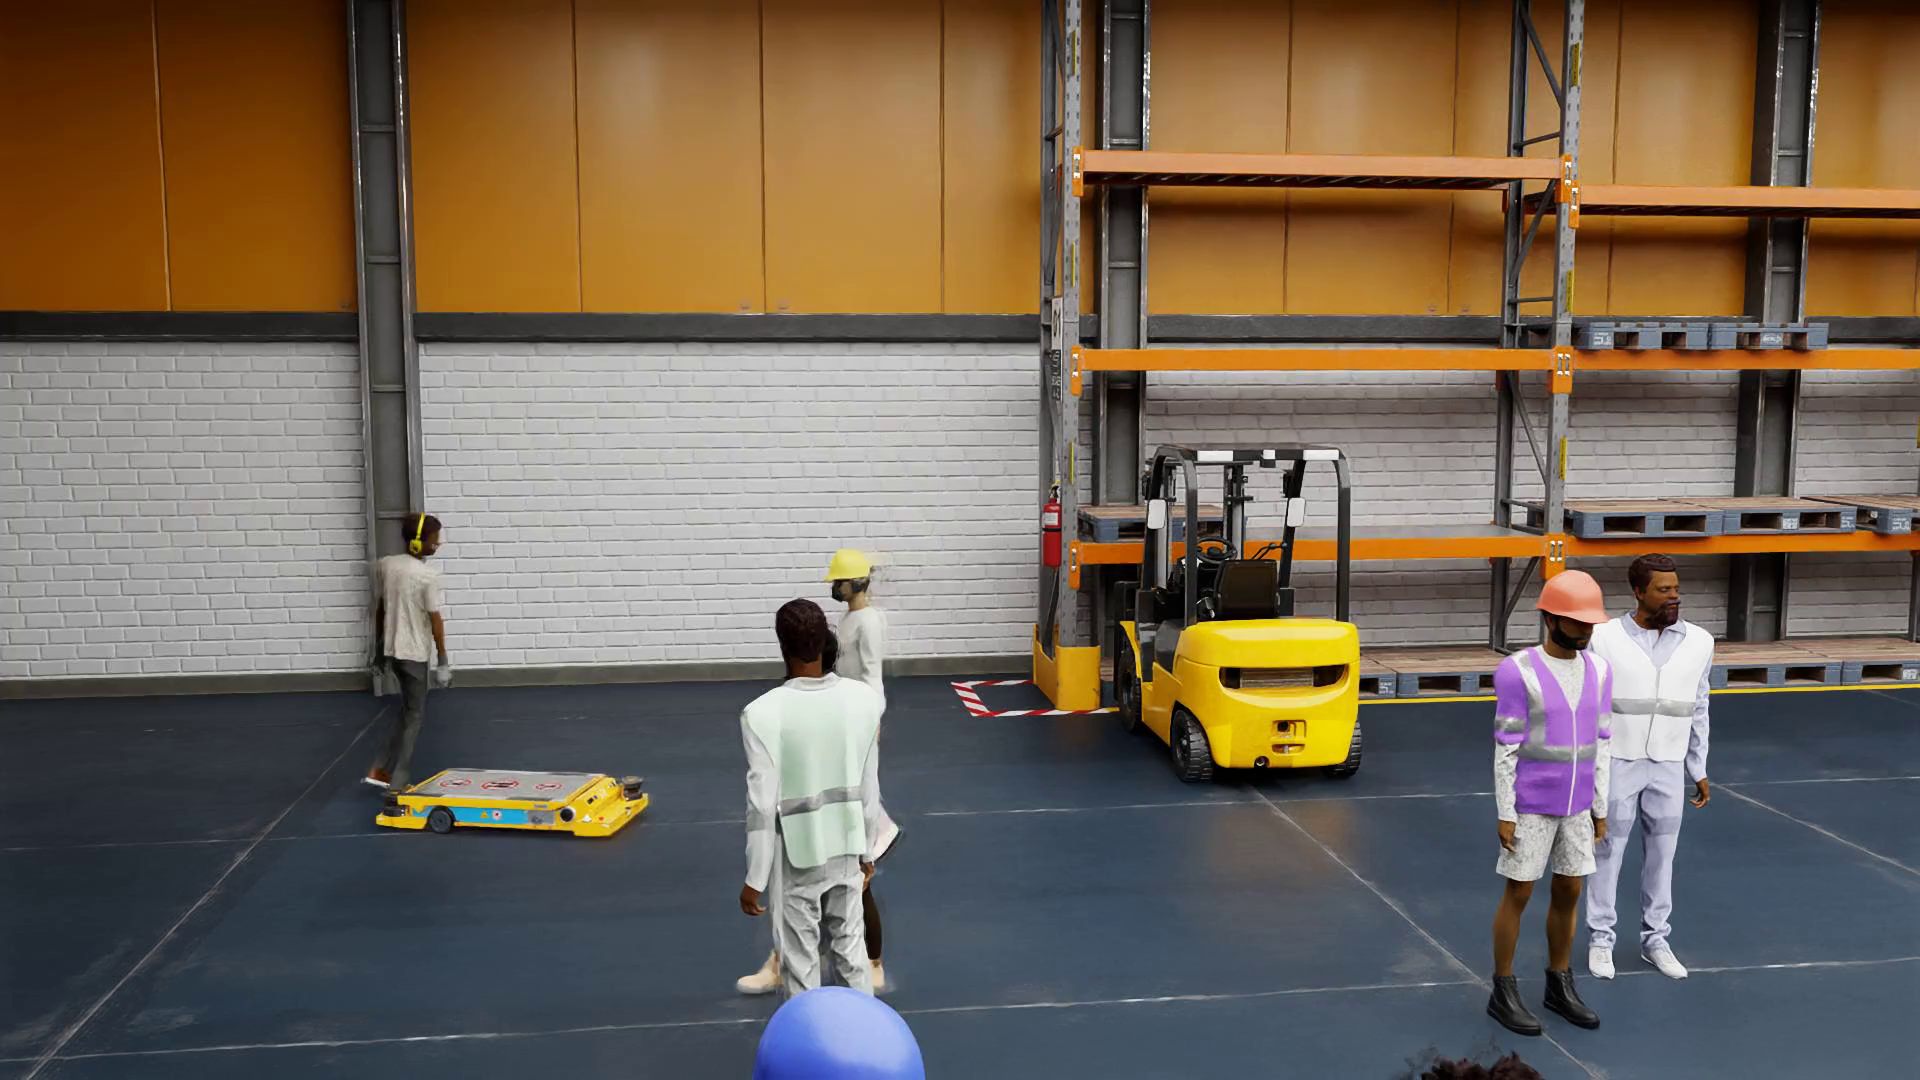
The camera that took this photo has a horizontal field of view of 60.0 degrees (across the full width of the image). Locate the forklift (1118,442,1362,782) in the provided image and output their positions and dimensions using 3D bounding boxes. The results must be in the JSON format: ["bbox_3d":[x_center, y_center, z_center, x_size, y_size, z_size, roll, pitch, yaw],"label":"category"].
[{"bbox_3d":[1.912,0.418,11.496,1.214,2.155,2.313,-1,7,-8],"label":"forklift"}]

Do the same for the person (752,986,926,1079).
[{"bbox_3d":[-0.127,1.586,2.388,0.415,1.939,0.605,4,8,32],"label":"person"}]

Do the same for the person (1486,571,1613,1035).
[{"bbox_3d":[2.465,1.080,6.870,0.546,1.930,0.394,-2,7,-16],"label":"person"}]

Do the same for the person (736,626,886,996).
[{"bbox_3d":[-0.650,1.176,7.124,0.736,1.666,0.550,-3,7,-26],"label":"person"}]

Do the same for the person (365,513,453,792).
[{"bbox_3d":[-3.429,0.731,10.370,0.629,1.827,0.386,5,8,35],"label":"person"}]

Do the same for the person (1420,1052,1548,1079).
[{"bbox_3d":[0.737,1.631,2.058,0.695,1.925,0.491,4,8,32],"label":"person"}]

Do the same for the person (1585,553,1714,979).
[{"bbox_3d":[3.078,1.009,7.509,0.593,1.921,0.388,0,7,1],"label":"person"}]

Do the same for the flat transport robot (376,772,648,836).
[{"bbox_3d":[-2.653,1.552,9.905,1.431,0.197,0.652,1,7,9],"label":"flat transport robot"}]

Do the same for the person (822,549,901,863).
[{"bbox_3d":[-0.588,0.918,9.016,0.363,1.751,0.550,-2,7,-18],"label":"person"}]

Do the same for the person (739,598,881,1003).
[{"bbox_3d":[-0.538,1.172,6.119,0.590,1.913,0.396,-6,9,-41],"label":"person"}]
